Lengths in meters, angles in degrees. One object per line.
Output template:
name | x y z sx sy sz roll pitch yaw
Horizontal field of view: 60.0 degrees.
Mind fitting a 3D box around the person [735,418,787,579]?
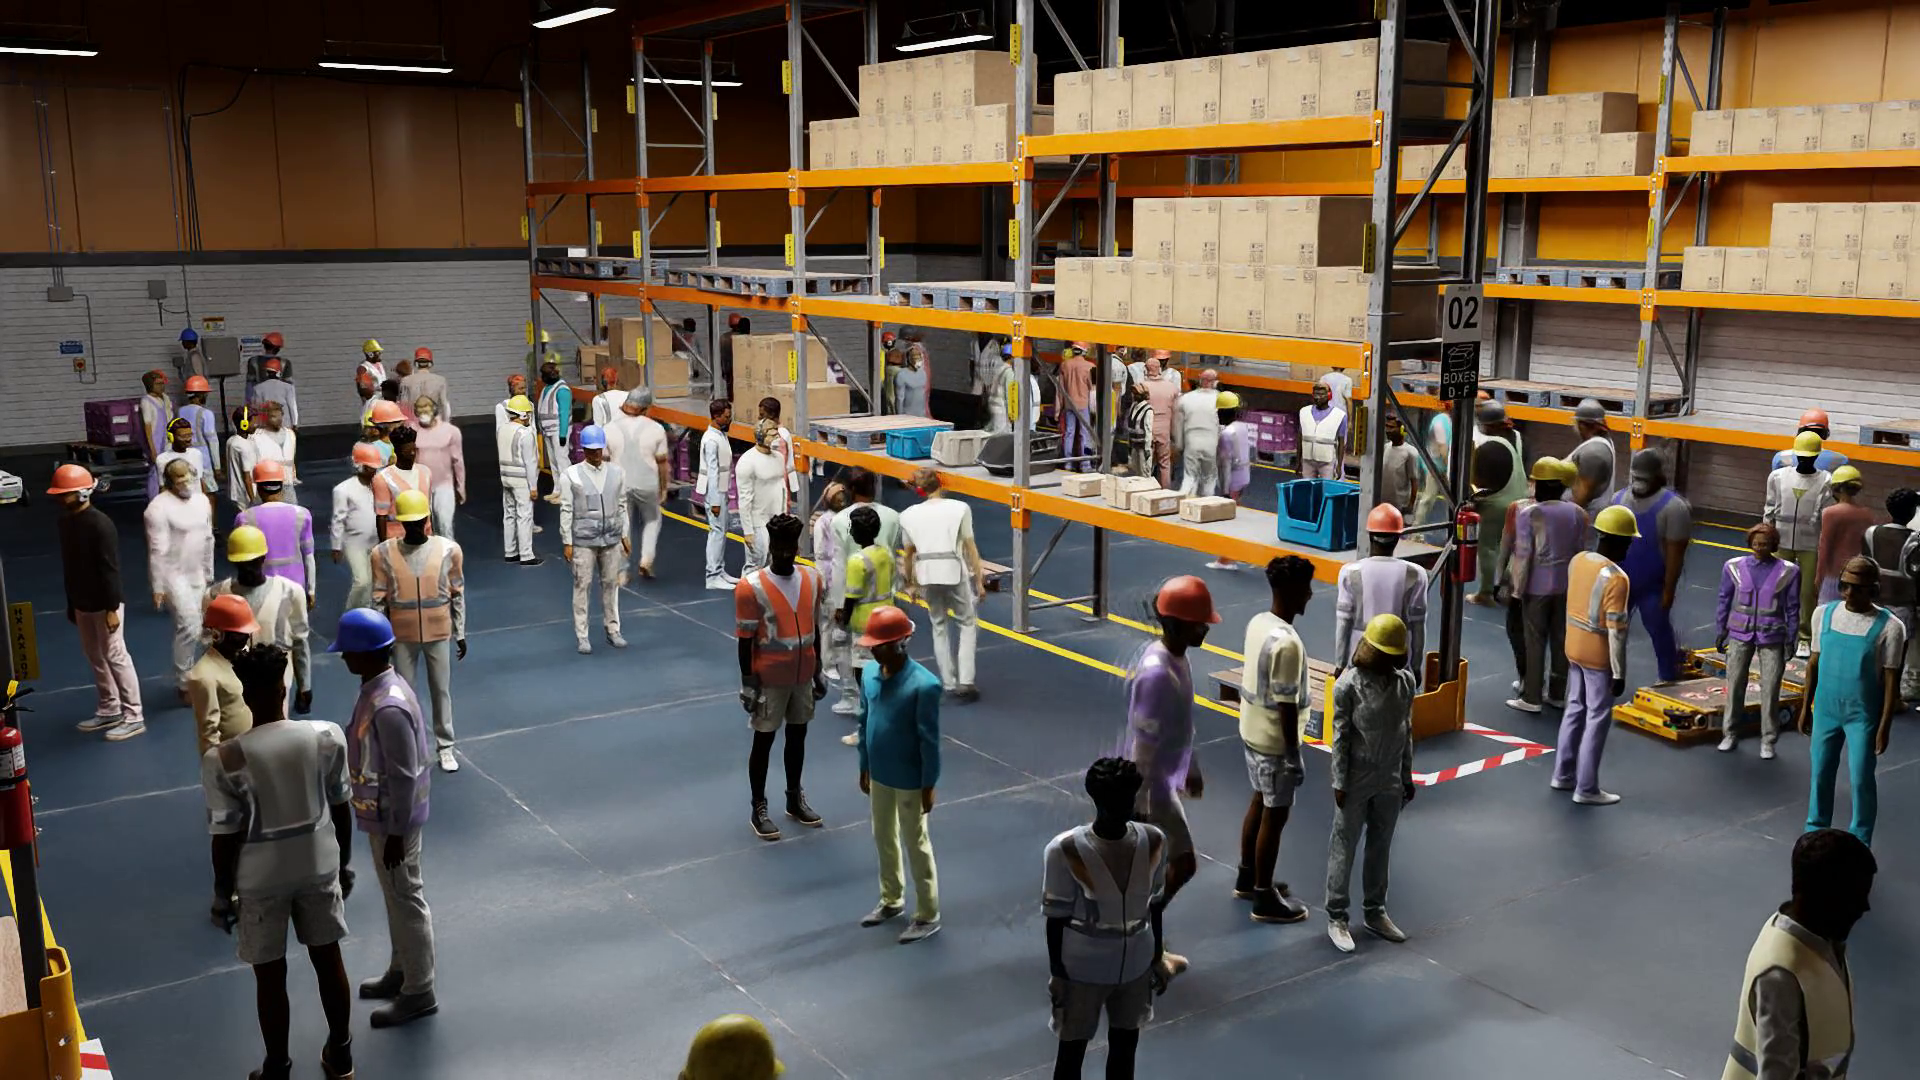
person | -1.747 -0.131 14.823 0.358 1.931 0.633 6 13 29

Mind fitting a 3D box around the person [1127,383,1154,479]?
person | 2.264 -1.152 20.804 0.313 1.634 0.514 -4 12 -20

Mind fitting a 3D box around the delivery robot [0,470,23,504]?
delivery robot | -12.215 -0.712 21.066 0.707 0.478 0.477 7 13 33

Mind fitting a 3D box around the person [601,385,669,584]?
person | -3.278 -0.568 16.757 0.731 2.000 0.537 0 11 -2

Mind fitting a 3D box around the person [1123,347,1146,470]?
person | 2.600 -1.946 24.313 0.506 1.847 0.350 -3 11 -14

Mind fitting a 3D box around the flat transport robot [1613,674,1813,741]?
flat transport robot | 5.549 1.210 12.201 1.431 0.197 0.652 -5 12 -23

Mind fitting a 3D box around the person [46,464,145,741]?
person | -6.158 0.440 11.775 0.633 1.981 0.431 7 13 34

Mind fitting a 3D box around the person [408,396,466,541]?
person | -5.306 -0.481 16.687 0.640 1.891 0.976 -2 11 -11

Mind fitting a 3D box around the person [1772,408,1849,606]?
person | 7.416 -0.143 14.611 0.609 2.035 0.415 5 12 22

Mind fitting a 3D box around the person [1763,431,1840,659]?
person | 7.057 0.033 14.003 0.586 1.918 0.395 9 14 40

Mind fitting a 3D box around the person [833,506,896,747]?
person | -0.632 0.607 11.655 0.325 1.687 0.564 5 12 24

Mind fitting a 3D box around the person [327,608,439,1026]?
person | -2.643 1.257 7.665 0.398 1.943 0.616 -5 12 -25

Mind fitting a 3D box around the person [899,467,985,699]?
person | -0.139 0.336 12.756 0.667 1.795 0.383 3 11 13

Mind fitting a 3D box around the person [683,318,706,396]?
person | -4.934 -3.165 30.588 0.521 1.829 0.653 -10 15 -41

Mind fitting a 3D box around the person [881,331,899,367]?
person | -1.180 -2.674 28.305 0.350 1.741 0.581 0 11 -1

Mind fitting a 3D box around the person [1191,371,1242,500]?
person | 3.083 -1.193 20.571 0.828 1.814 0.644 -6 13 -29

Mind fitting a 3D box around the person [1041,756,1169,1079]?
person | 0.559 1.636 6.375 0.532 1.693 0.319 -5 12 -22

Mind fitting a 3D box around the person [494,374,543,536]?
person | -5.140 -0.988 19.332 0.352 1.880 0.576 7 13 31

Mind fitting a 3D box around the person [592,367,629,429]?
person | -4.203 -1.154 20.162 0.355 1.884 0.575 10 15 41

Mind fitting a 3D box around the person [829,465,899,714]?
person | -0.715 0.390 12.219 0.623 1.890 0.642 -7 13 -33

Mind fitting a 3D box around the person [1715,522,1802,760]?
person | 5.471 0.680 11.429 0.523 1.632 0.315 7 13 33

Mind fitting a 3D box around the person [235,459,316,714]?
person | -5.059 0.359 12.326 0.548 1.925 0.392 -8 14 -35

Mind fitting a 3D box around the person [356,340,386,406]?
person | -8.845 -2.106 25.152 0.404 1.834 0.600 2 11 8

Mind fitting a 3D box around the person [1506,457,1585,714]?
person | 4.352 0.336 12.422 0.591 1.926 0.387 -4 12 -21

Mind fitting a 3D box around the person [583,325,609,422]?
person | -6.330 -2.874 29.209 0.799 1.782 0.584 -11 15 -44

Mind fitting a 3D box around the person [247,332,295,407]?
person | -10.054 -2.029 24.282 0.665 2.021 0.435 -2 11 -9

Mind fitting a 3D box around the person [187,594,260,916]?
person | -3.829 1.133 8.825 0.348 1.740 0.574 0 11 1

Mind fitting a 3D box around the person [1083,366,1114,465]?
person | 1.896 -1.518 22.548 0.372 1.688 0.543 9 14 38

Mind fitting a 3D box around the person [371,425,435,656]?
person | -4.643 0.006 14.009 0.361 1.963 0.613 6 13 29

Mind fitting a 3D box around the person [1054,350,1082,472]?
person | 1.601 -1.855 24.053 0.534 1.767 0.317 -4 12 -21

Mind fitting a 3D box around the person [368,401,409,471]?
person | -5.133 -0.240 15.065 0.362 2.048 0.610 2 11 8

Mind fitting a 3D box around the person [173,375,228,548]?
person | -8.461 -0.867 18.562 0.551 1.932 0.377 4 12 20

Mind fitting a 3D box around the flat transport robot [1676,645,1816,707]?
flat transport robot | 6.325 1.054 12.998 0.652 0.197 1.431 -5 12 -23

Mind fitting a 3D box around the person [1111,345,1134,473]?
person | 2.282 -2.002 24.100 0.535 2.000 0.681 -1 11 -6

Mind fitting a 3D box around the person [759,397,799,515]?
person | -1.823 -0.481 16.668 0.401 1.908 0.597 -3 11 -15

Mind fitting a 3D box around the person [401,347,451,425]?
person | -7.007 -1.532 21.851 0.637 1.986 0.414 -3 11 -14

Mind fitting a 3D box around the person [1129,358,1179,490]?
person | 2.448 -1.356 21.154 0.639 1.902 0.406 -3 11 -14

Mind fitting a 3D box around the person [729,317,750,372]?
person | -3.790 -2.950 29.261 0.593 1.920 0.392 7 13 31

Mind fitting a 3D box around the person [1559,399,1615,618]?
person | 5.739 -0.297 15.371 0.537 2.000 0.686 5 12 25

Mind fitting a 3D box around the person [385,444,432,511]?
person | -4.928 -0.040 14.820 0.488 1.743 0.319 0 11 2

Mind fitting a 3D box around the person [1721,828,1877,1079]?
person | 2.510 1.781 5.063 0.392 1.914 0.589 7 13 32

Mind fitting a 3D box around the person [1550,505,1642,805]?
person | 4.026 0.723 10.483 0.399 1.912 0.596 -2 11 -9

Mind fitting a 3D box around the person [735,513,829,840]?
person | -1.057 0.797 9.968 0.614 1.962 0.362 -9 14 -40

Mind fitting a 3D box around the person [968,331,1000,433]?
person | 0.436 -2.788 28.373 0.664 1.951 0.385 8 13 34
